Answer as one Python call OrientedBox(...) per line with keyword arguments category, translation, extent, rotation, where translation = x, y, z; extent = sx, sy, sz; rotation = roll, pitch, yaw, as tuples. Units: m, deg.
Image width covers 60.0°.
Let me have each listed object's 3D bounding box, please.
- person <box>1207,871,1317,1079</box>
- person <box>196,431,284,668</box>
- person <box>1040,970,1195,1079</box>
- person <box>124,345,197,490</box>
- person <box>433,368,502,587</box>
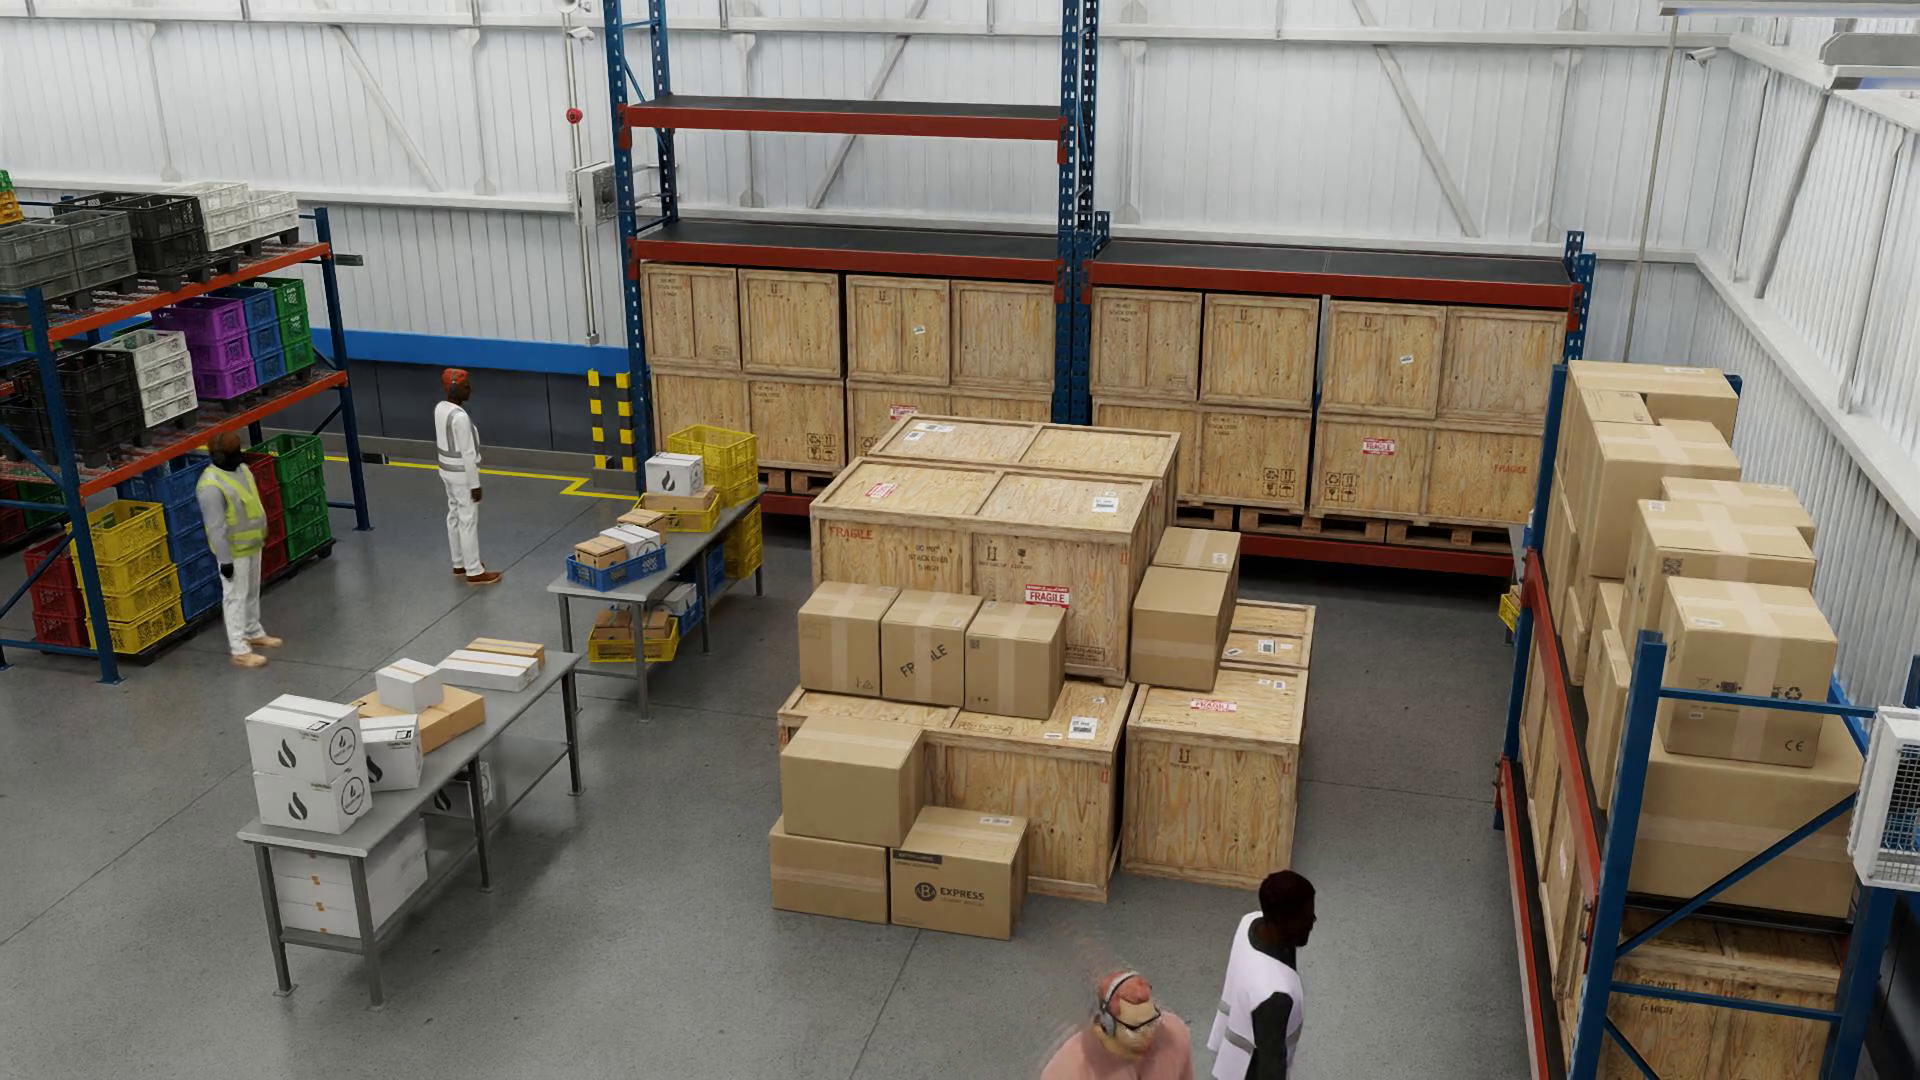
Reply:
OrientedBox(category="person", translation=(1.235, 2.216, 6.943), extent=(0.390, 1.909, 0.585), rotation=(0, 21, 0))
OrientedBox(category="person", translation=(-5.494, 0.051, 12.694), extent=(0.429, 1.840, 0.633), rotation=(0, 21, -1))
OrientedBox(category="person", translation=(0.583, 2.416, 6.465), extent=(0.637, 1.876, 0.868), rotation=(-14, 25, -31))
OrientedBox(category="person", translation=(-7.127, -0.818, 14.828), extent=(0.635, 1.937, 0.352), rotation=(-2, 21, -6))
OrientedBox(category="person", translation=(-4.243, -0.541, 14.179), extent=(0.360, 1.884, 0.574), rotation=(-15, 26, -34))
